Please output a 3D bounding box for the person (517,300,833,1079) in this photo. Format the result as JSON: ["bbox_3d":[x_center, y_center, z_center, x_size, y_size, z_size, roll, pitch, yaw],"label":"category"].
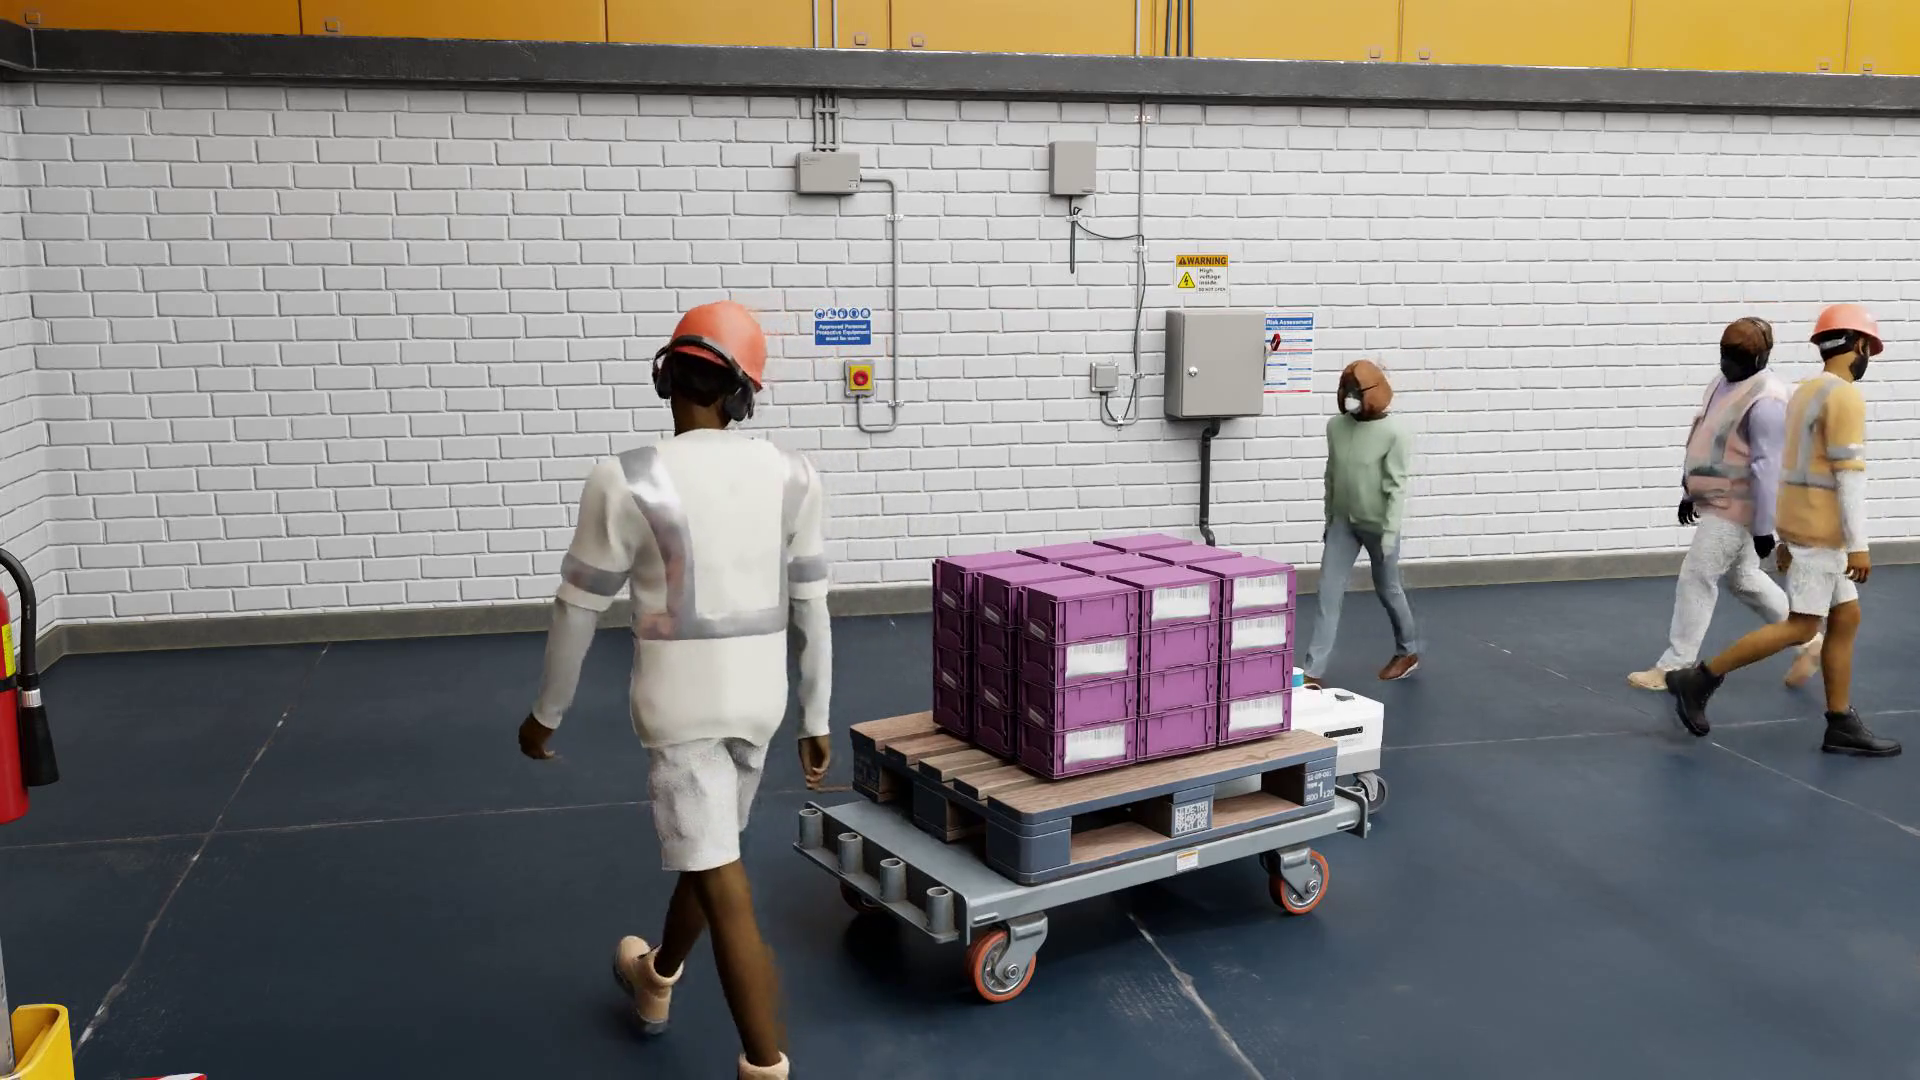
[{"bbox_3d":[-0.673,0.415,4.094,0.641,1.971,1.008,-9,14,-42],"label":"person"}]

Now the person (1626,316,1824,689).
[{"bbox_3d":[3.676,-0.147,7.745,0.883,1.794,0.643,2,10,12],"label":"person"}]

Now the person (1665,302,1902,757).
[{"bbox_3d":[3.464,-0.040,6.903,0.874,1.880,0.592,3,11,16],"label":"person"}]

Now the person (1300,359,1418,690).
[{"bbox_3d":[1.915,-0.063,7.858,0.889,1.583,0.507,-8,13,-39],"label":"person"}]

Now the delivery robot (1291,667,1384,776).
[{"bbox_3d":[1.212,0.712,6.142,0.707,0.478,0.477,-5,11,-26],"label":"delivery robot"}]
